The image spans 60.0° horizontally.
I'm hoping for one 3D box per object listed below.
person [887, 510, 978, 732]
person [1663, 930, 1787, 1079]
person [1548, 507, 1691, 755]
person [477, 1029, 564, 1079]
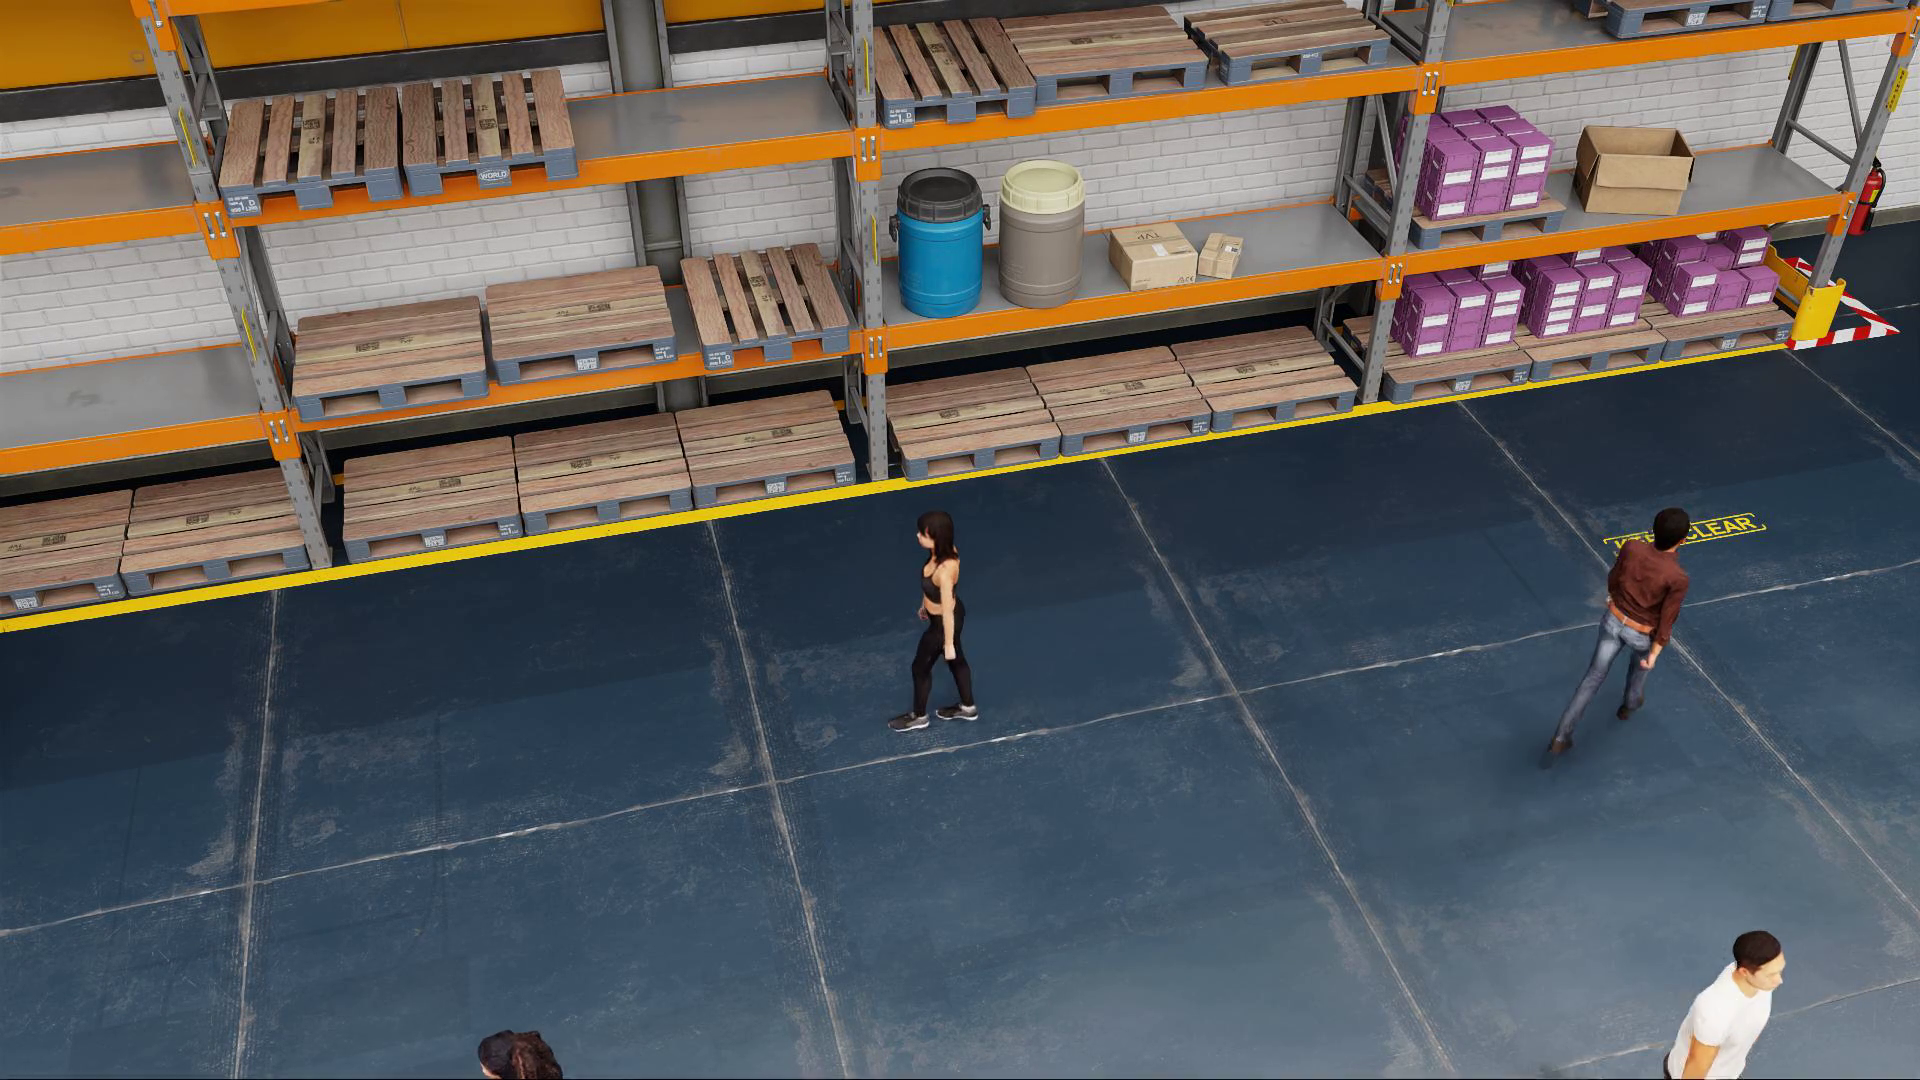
[{"bbox_3d":[-0.016,0.498,9.950,0.849,1.626,0.685,-1,39,-1],"label":"person"},{"bbox_3d":[3.289,2.327,7.535,0.813,1.791,0.853,-25,45,-27],"label":"person"},{"bbox_3d":[3.877,0.565,9.775,1.262,1.740,1.006,-29,47,-31],"label":"person"},{"bbox_3d":[-1.767,2.685,7.256,1.142,1.571,0.950,8,39,10],"label":"person"}]
